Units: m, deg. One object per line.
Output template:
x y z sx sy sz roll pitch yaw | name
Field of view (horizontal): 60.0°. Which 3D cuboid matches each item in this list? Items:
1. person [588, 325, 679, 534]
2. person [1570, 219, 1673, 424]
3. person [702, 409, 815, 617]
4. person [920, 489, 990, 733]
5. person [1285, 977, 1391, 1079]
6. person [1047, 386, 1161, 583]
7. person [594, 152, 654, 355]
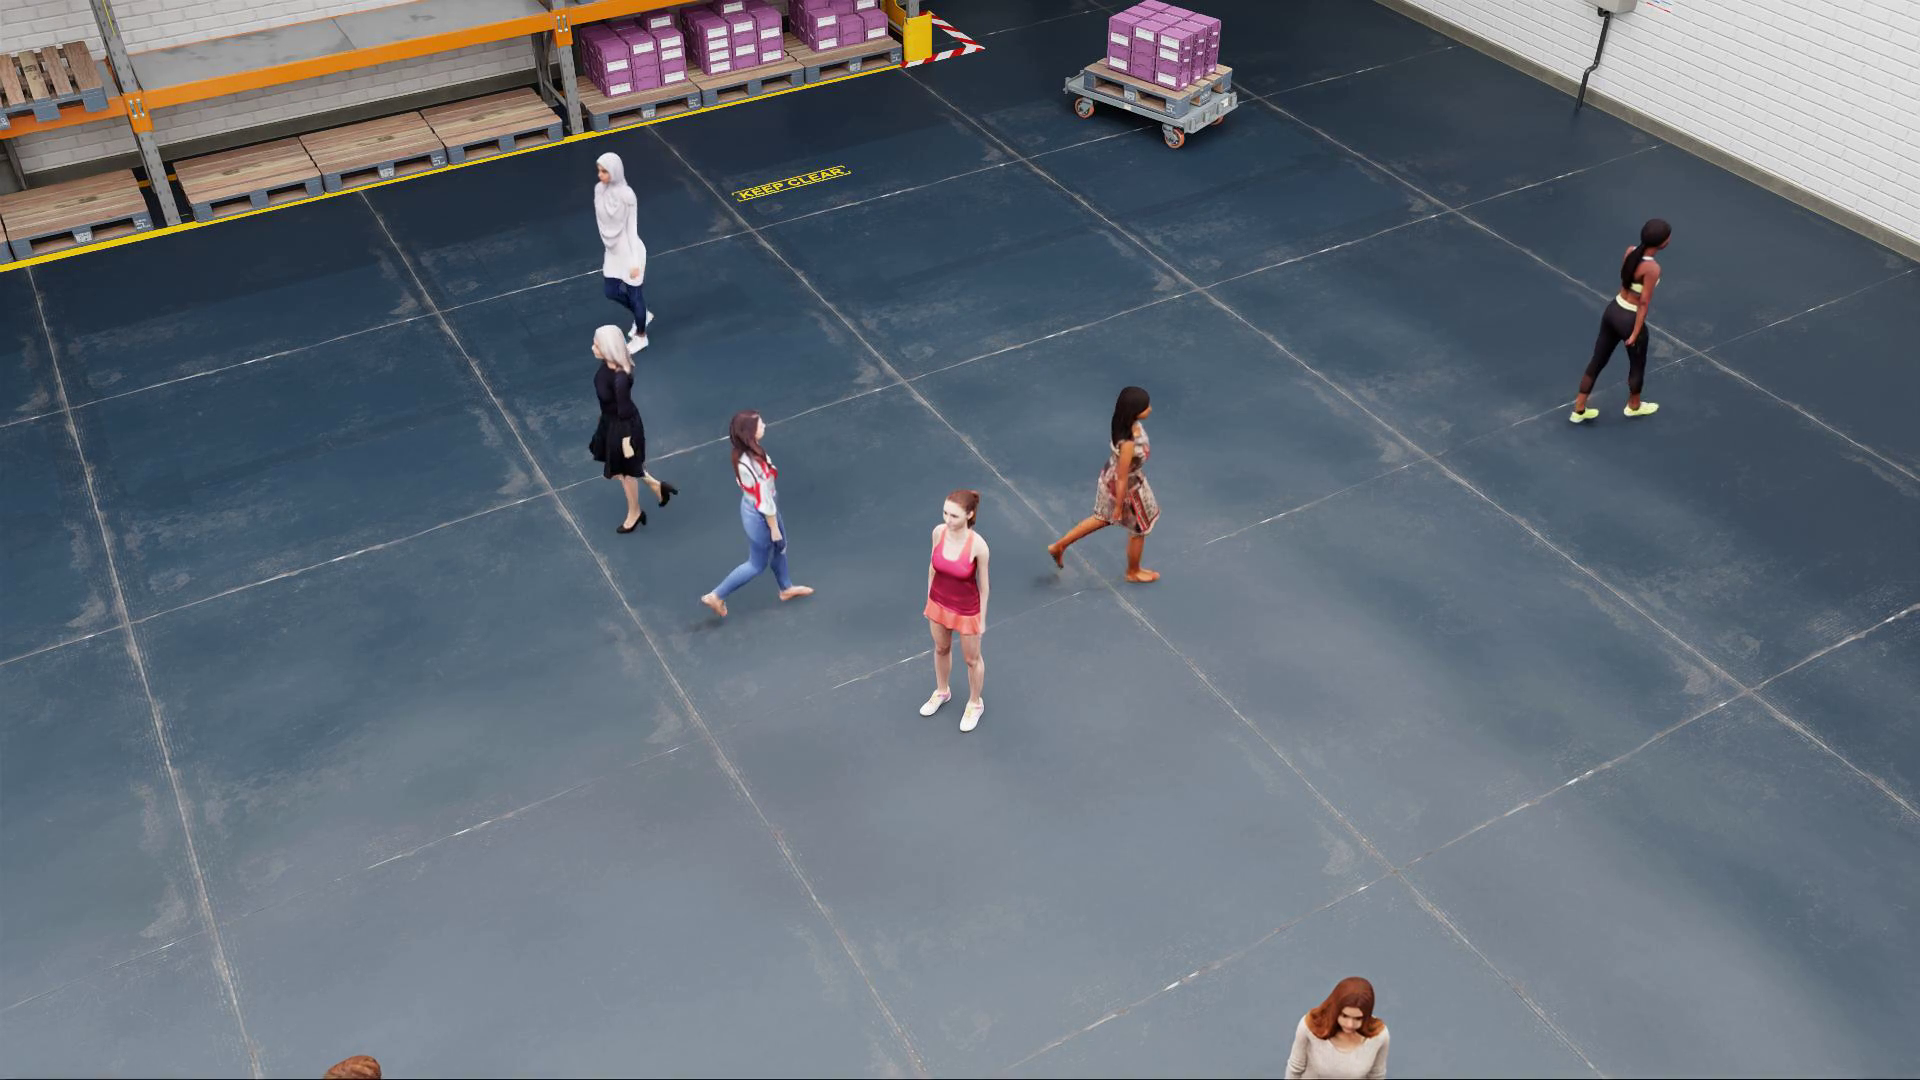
-2.267 -0.770 11.581 0.833 1.737 0.680 -13 40 -15 | person
4.977 -1.627 12.660 0.964 1.728 0.674 -14 41 -17 | person
-1.381 -0.139 10.907 1.052 1.592 0.719 -13 40 -15 | person
-0.015 0.407 10.094 0.665 1.754 0.699 20 43 23 | person
1.678 2.493 7.517 0.643 1.709 0.721 5 39 7 | person
1.004 -0.339 11.135 1.127 1.620 0.912 -3 39 -4 | person
-2.662 -2.355 13.542 0.731 1.766 0.776 25 45 28 | person
